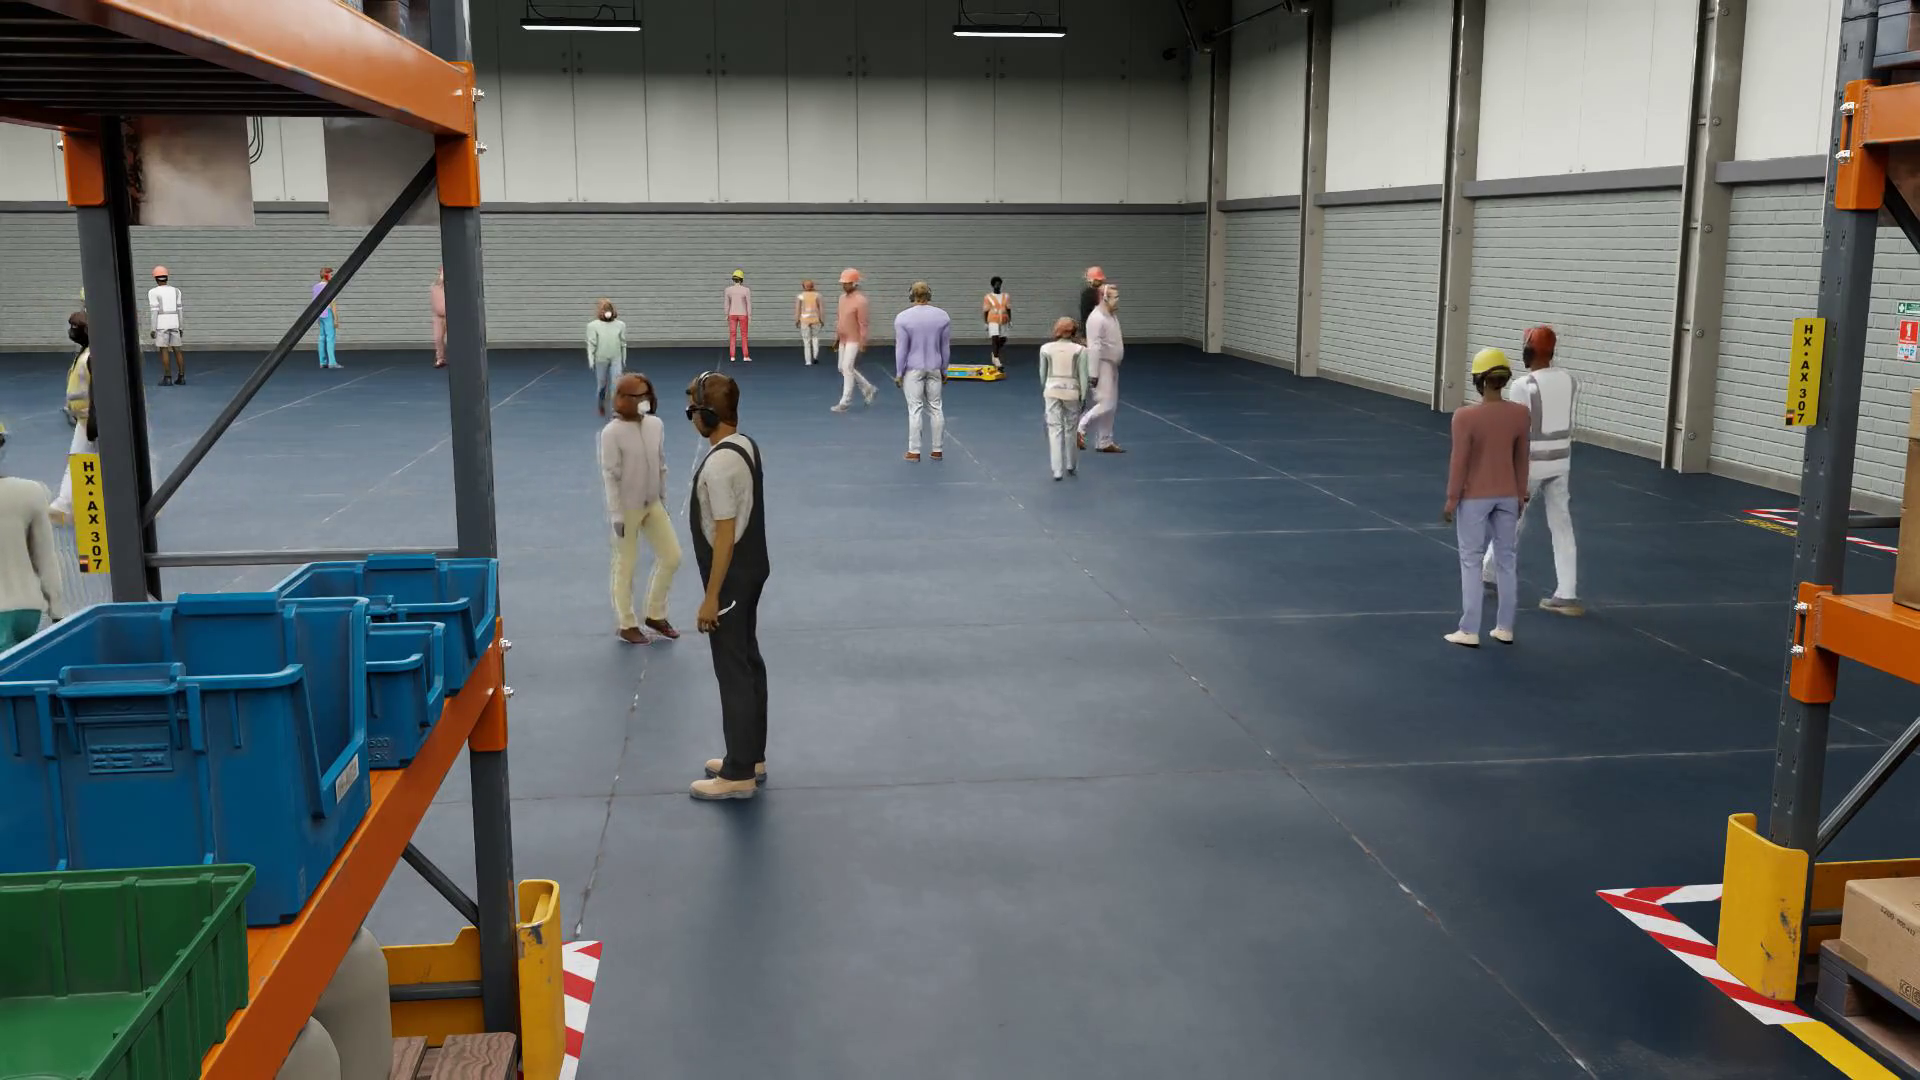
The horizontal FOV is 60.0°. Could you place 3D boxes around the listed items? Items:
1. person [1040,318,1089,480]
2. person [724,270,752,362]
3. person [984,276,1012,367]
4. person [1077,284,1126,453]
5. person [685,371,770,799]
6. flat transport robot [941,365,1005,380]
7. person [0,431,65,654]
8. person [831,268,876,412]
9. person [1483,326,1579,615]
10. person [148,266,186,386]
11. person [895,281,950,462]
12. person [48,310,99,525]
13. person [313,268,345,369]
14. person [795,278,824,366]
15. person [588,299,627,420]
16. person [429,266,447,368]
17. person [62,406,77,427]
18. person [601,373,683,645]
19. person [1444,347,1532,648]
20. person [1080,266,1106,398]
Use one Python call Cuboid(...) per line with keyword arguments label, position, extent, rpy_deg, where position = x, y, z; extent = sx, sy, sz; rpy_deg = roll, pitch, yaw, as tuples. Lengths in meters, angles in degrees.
Cuboid(label="person", position=(1.050, -1.425, 16.685), extent=(0.506, 1.591, 0.838), rpy_deg=(2, 11, 11))
Cuboid(label="person", position=(-4.272, -4.320, 32.113), extent=(0.533, 1.767, 0.325), rpy_deg=(1, 10, 7))
Cuboid(label="person", position=(0.673, -4.055, 30.881), extent=(0.536, 1.678, 0.675), rpy_deg=(-5, 11, -24))
Cuboid(label="person", position=(1.565, -1.890, 18.462), extent=(0.517, 1.892, 0.651), rpy_deg=(4, 11, 19))
Cuboid(label="person", position=(-1.001, 0.197, 7.146), extent=(0.343, 1.839, 0.506), rpy_deg=(1, 10, 8))
Cuboid(label="flat transport robot", position=(-0.008, -2.848, 28.139), extent=(1.431, 0.197, 0.652), rpy_deg=(3, 11, 15))
Cuboid(label="person", position=(-3.990, 0.295, 6.932), extent=(0.895, 1.724, 0.535), rpy_deg=(5, 11, 24))
Cuboid(label="person", position=(-1.487, -2.778, 23.076), extent=(0.773, 1.974, 0.649), rpy_deg=(-6, 12, -32))
Cuboid(label="person", position=(3.723, -0.474, 10.849), extent=(0.573, 1.824, 0.998), rpy_deg=(-4, 11, -21))
Cuboid(label="person", position=(-12.863, -3.457, 26.926), extent=(0.377, 1.928, 0.551), rpy_deg=(6, 12, 31))
Cuboid(label="person", position=(-0.405, -1.802, 17.845), extent=(0.627, 1.935, 0.371), rpy_deg=(-4, 11, -21))
Cuboid(label="person", position=(-7.296, -1.016, 13.920), extent=(0.944, 1.789, 0.650), rpy_deg=(-8, 13, -37))
Cuboid(label="person", position=(-11.591, -4.047, 30.399), extent=(0.565, 1.841, 0.384), rpy_deg=(7, 13, 35))
Cuboid(label="person", position=(-2.831, -4.085, 31.186), extent=(0.546, 1.621, 0.396), rpy_deg=(-3, 11, -16))
Cuboid(label="person", position=(-4.623, -2.354, 21.779), extent=(0.507, 1.605, 0.750), rpy_deg=(-4, 11, -21))
Cuboid(label="person", position=(-9.379, -4.061, 30.407), extent=(0.663, 1.868, 0.594), rpy_deg=(1, 10, 3))
Cuboid(label="person", position=(-10.858, -2.286, 20.867), extent=(0.602, 1.812, 0.754), rpy_deg=(8, 13, 37))
Cuboid(label="person", position=(-1.854, -0.169, 9.755), extent=(0.493, 1.614, 0.524), rpy_deg=(7, 12, 34))
Cuboid(label="person", position=(3.092, -0.249, 9.800), extent=(0.533, 1.765, 0.331), rpy_deg=(-3, 11, -16))
Cuboid(label="person", position=(1.947, -3.107, 24.906), extent=(0.780, 1.969, 0.626), rpy_deg=(5, 11, 24))
